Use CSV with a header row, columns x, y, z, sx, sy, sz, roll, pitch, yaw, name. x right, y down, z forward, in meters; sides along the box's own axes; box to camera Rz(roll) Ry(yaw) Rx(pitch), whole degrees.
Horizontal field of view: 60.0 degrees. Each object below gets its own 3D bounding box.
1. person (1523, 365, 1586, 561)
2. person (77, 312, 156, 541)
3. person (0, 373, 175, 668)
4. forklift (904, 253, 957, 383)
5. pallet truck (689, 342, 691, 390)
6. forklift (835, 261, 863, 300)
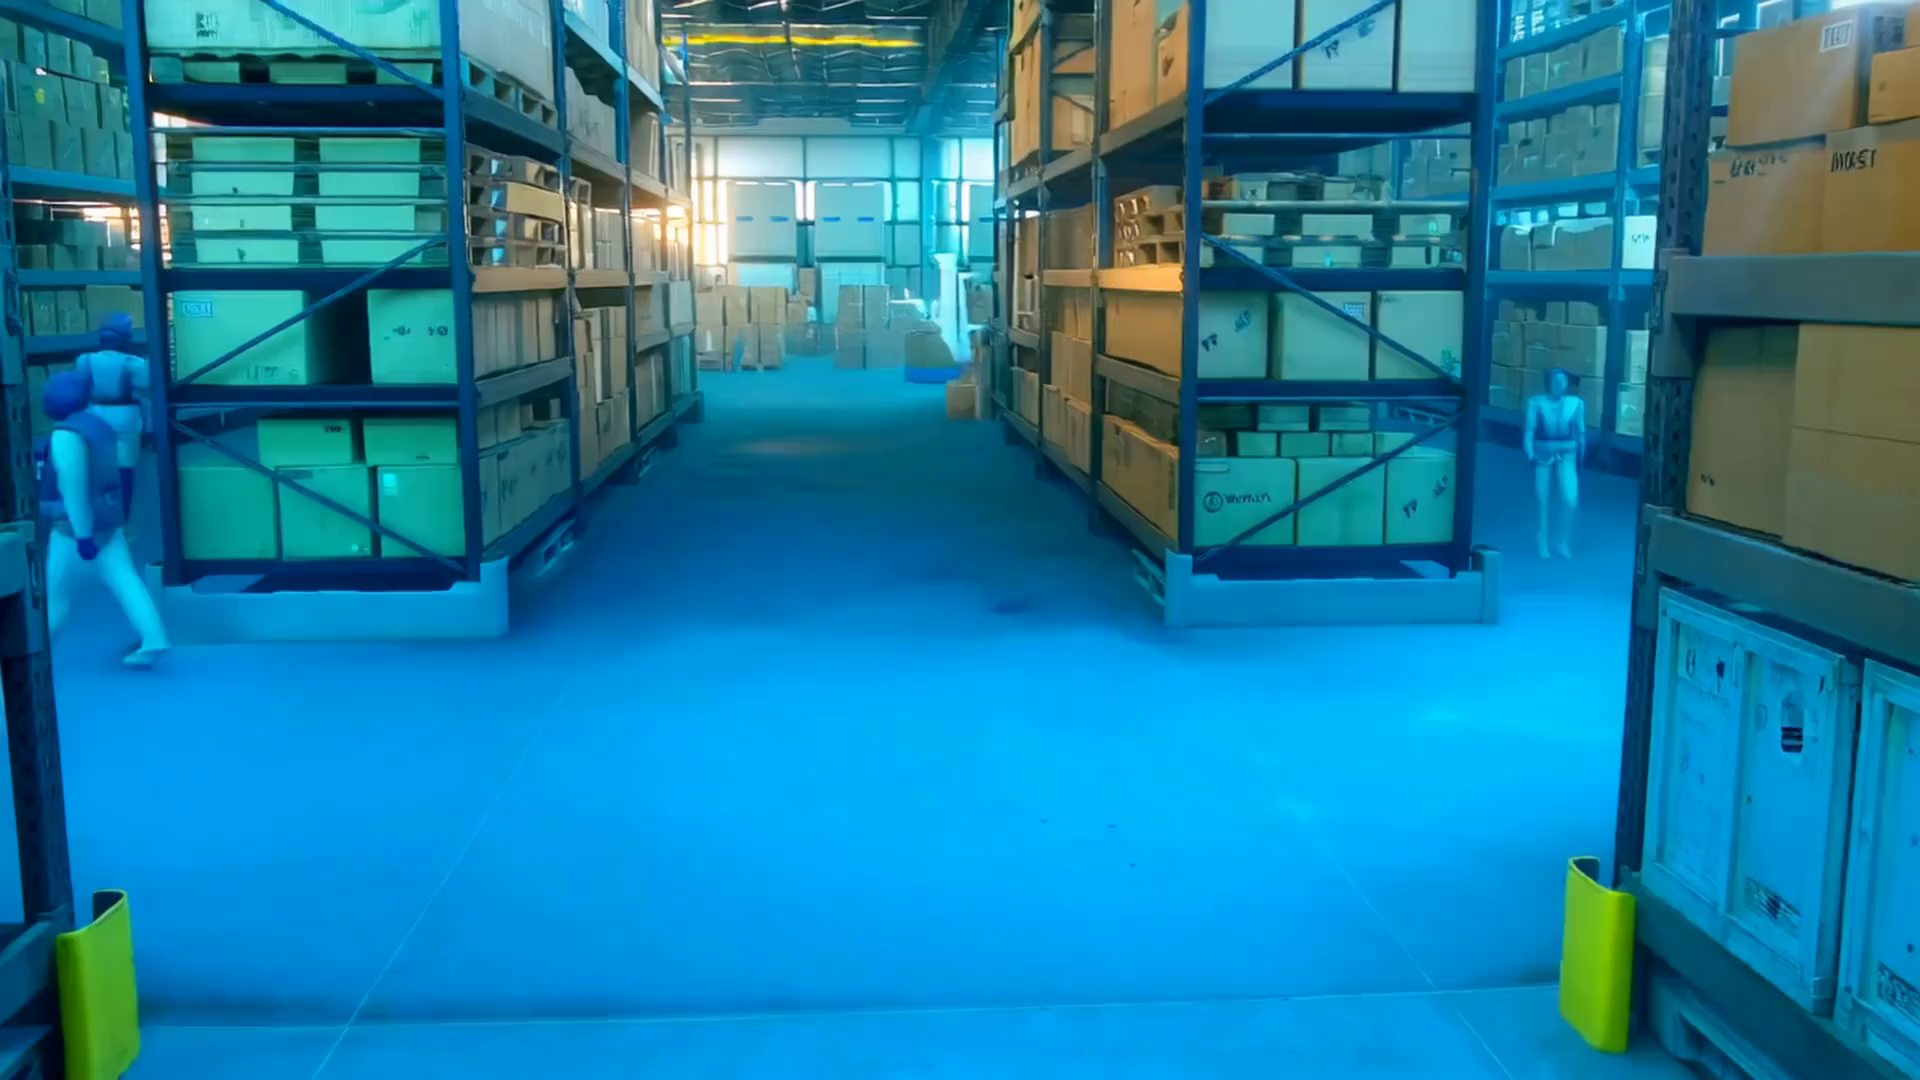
x,y,z,sx,sy,sz,roll,pitch,yaw,name
4.895,-0.628,13.711,0.518,1.620,0.502,1,9,8,person
-7.463,-1.006,14.821,0.649,2.023,0.598,0,9,-1,person
-5.207,-0.096,9.861,0.977,1.791,0.648,-1,9,-5,person
-0.284,-4.866,36.387,1.873,2.768,1.129,-1,9,-4,forklift
-5.225,-3.008,27.480,1.885,1.965,0.823,2,9,14,pallet truck
-3.730,-8.019,56.182,1.129,2.768,1.873,-1,9,-4,forklift
